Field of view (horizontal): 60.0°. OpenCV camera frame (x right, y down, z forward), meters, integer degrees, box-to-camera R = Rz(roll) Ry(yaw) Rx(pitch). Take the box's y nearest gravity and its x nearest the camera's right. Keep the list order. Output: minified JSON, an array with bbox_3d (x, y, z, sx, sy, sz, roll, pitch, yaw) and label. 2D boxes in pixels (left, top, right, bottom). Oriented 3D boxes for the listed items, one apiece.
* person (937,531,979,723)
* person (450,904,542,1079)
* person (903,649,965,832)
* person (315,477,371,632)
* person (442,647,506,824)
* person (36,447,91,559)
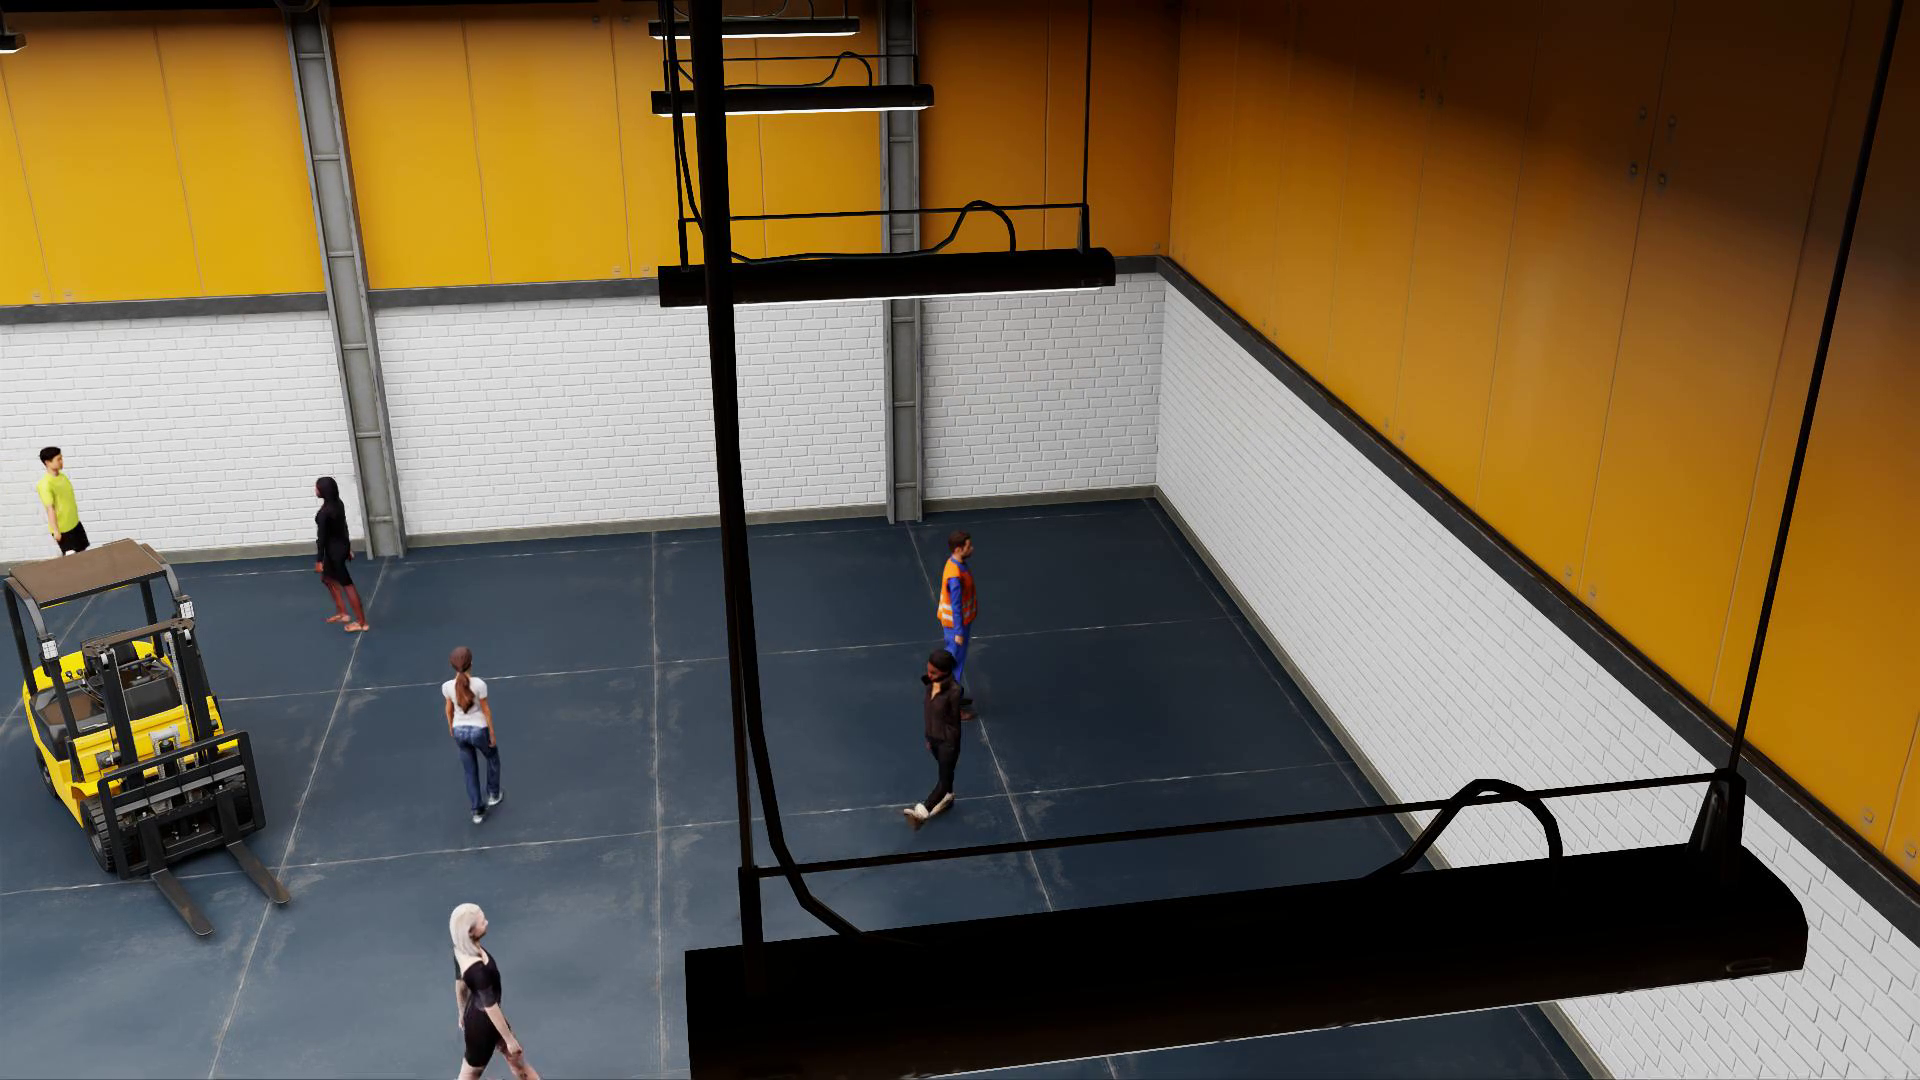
[{"bbox_3d":[-0.029,0.769,15.382,0.661,1.862,0.733,0,24,0],"label":"person"},{"bbox_3d":[-3.030,3.065,10.236,1.236,1.777,0.896,-14,27,-29],"label":"person"},{"bbox_3d":[-0.256,1.673,13.595,1.066,1.638,0.902,-14,27,-29],"label":"person"},{"bbox_3d":[-6.264,0.161,16.970,0.722,1.704,0.648,-2,24,-4],"label":"person"},{"bbox_3d":[-4.062,1.634,13.794,0.678,1.549,0.685,0,24,-1],"label":"person"},{"bbox_3d":[-9.640,-0.178,17.759,0.951,1.693,0.694,-2,24,-4],"label":"person"}]
